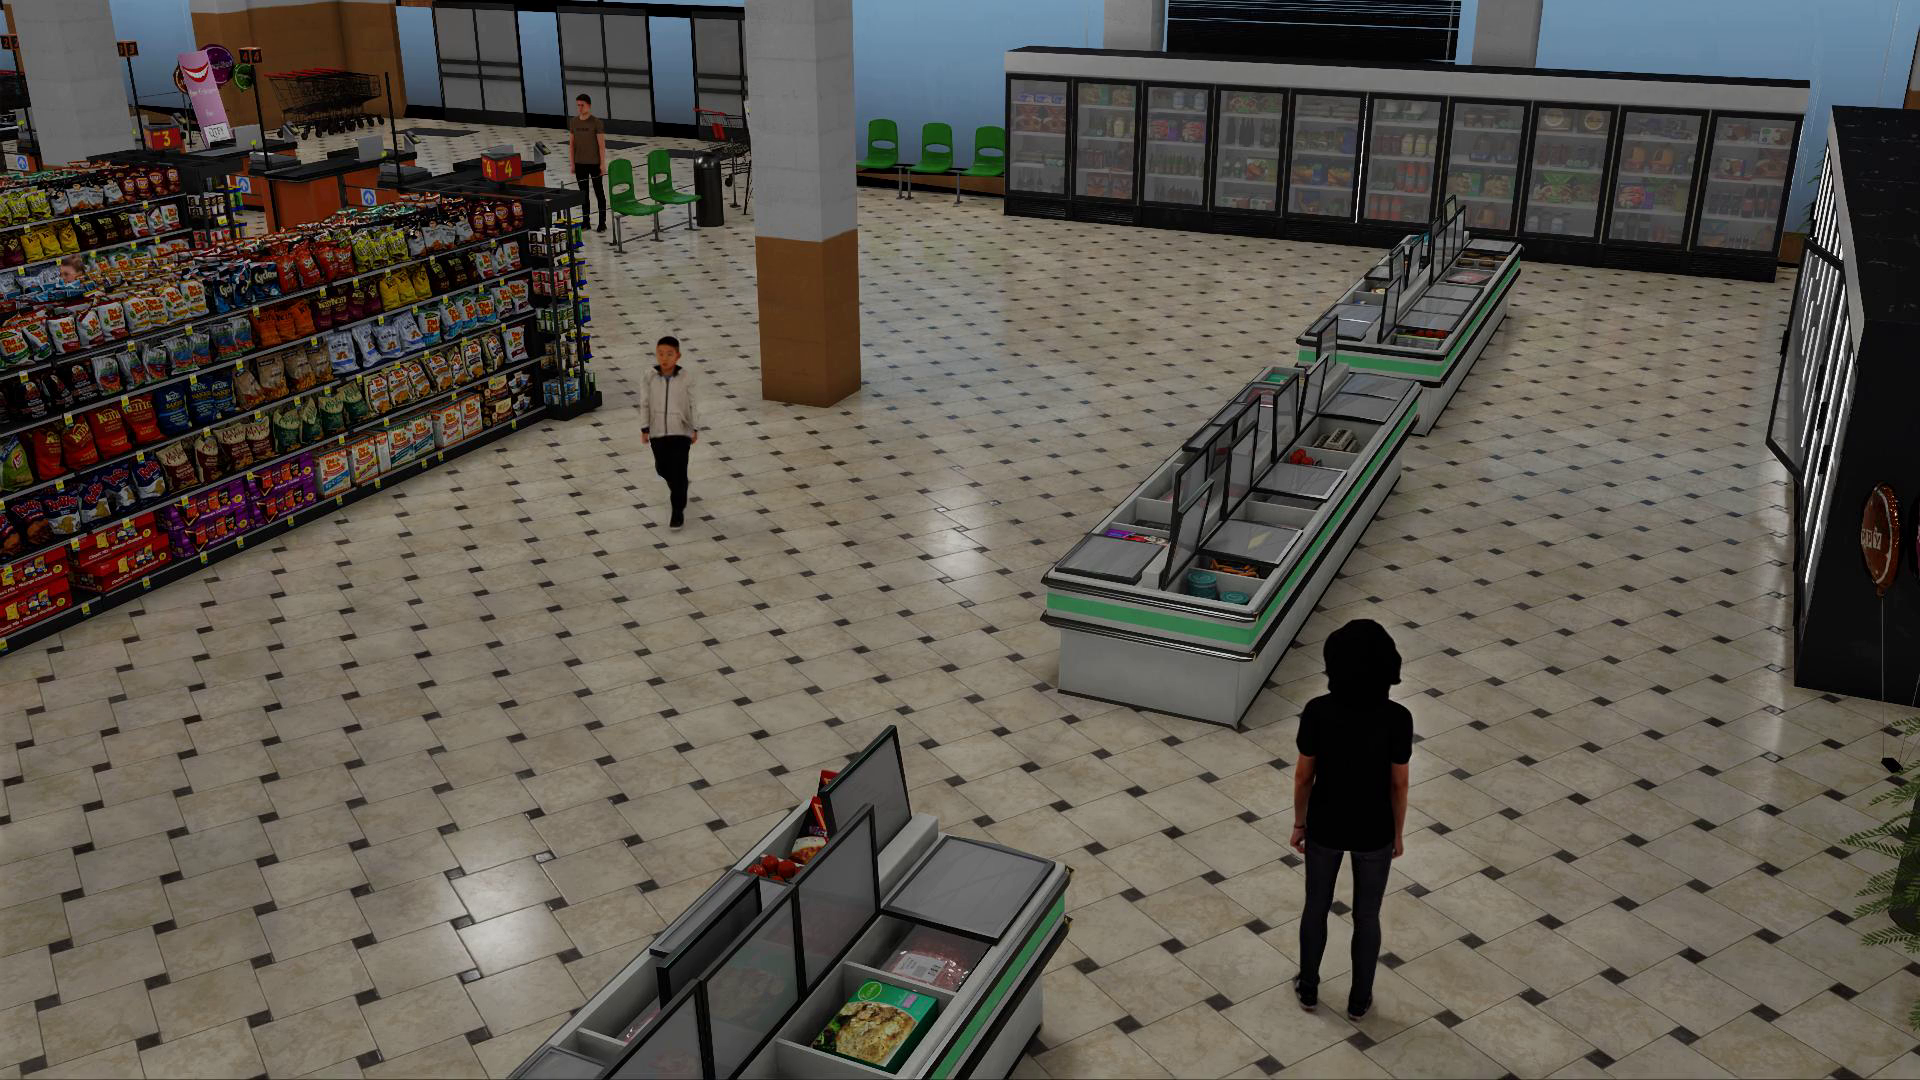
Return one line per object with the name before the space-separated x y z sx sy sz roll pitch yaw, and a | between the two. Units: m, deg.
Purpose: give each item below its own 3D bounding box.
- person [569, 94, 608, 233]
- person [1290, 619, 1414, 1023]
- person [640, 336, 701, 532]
person | -5.088 -5.171 22.810 0.715 1.852 0.645 4 22 11
person | 1.638 1.192 7.005 0.658 1.828 0.562 7 23 16
person | -2.192 -0.843 12.597 0.818 1.436 1.016 0 22 0
